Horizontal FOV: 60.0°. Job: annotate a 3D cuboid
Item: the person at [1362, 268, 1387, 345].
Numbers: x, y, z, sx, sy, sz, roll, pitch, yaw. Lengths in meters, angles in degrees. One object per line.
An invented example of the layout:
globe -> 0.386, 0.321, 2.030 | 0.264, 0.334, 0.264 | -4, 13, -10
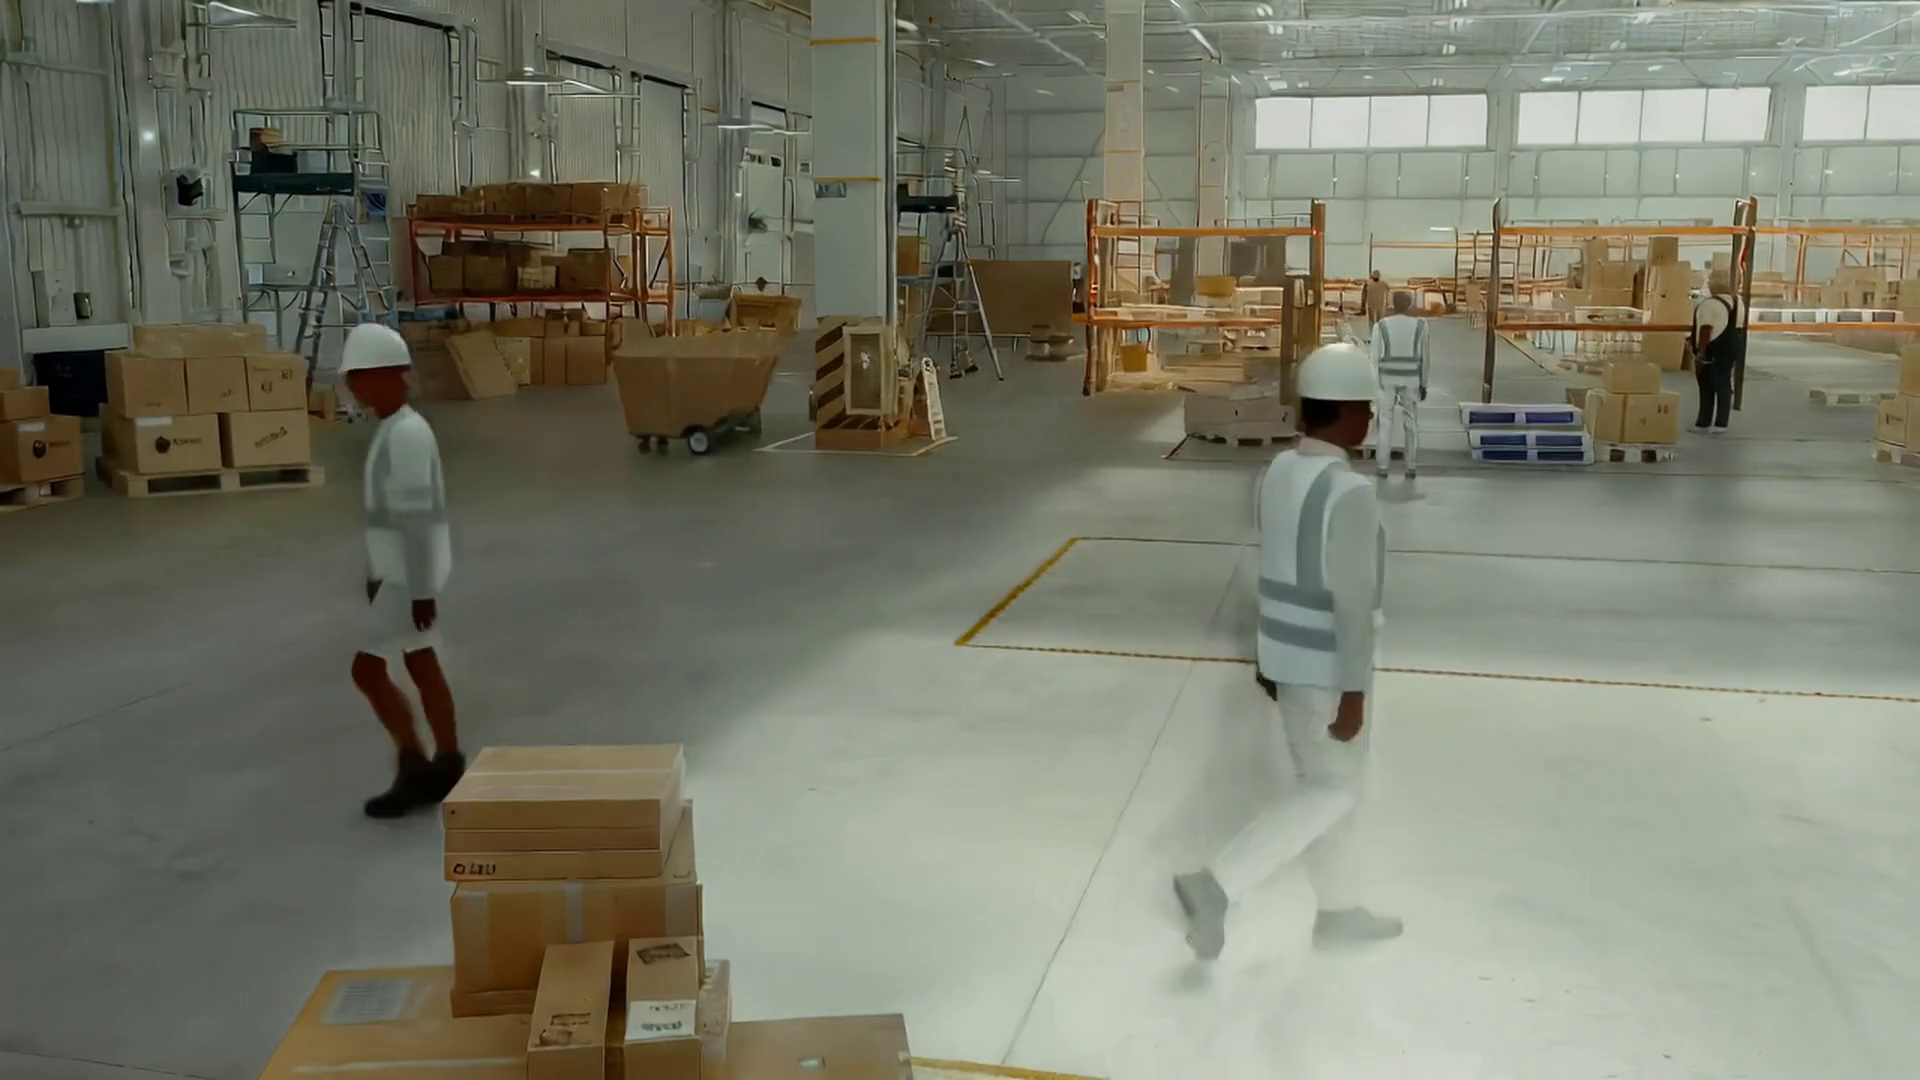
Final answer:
person -> 10.381, -5.854, 41.722 | 0.630, 1.915, 0.895 | 1, 10, 7

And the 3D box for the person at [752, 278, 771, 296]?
person -> -4.859, -5.514, 40.422 | 0.552, 1.668, 0.686 | 5, 11, 25

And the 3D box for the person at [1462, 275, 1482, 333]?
person -> 14.885, -6.870, 48.433 | 0.550, 1.655, 0.817 | 5, 11, 25

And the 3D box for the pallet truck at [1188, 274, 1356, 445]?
pallet truck -> 3.653, -2.138, 19.590 | 1.885, 1.965, 0.823 | -4, 10, -20

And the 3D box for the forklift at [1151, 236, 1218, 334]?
forklift -> 6.373, -7.202, 46.811 | 1.873, 2.768, 1.129 | 0, 10, -1

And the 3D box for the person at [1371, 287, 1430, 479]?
person -> 4.322, -1.536, 16.386 | 0.575, 1.882, 0.355 | 1, 10, 8

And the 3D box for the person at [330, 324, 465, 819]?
person -> -2.202, 0.129, 6.468 | 0.569, 1.915, 0.566 | -4, 10, -22

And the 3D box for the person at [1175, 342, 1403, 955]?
person -> 1.035, 0.361, 5.091 | 0.762, 1.926, 0.618 | -2, 10, -14

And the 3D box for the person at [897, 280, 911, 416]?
person -> -0.995, -2.619, 22.773 | 0.664, 1.885, 0.504 | 3, 10, 19

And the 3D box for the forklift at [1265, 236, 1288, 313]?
forklift -> 9.687, -7.922, 51.048 | 1.873, 2.768, 1.129 | -2, 10, -12

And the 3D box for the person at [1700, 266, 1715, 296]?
person -> 22.828, -7.404, 50.824 | 0.373, 1.931, 0.624 | 5, 11, 26

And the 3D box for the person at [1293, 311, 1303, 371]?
person -> 6.623, -4.104, 31.943 | 0.323, 1.736, 0.488 | 5, 11, 29

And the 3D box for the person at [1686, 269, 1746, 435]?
person -> 9.270, -2.314, 20.497 | 0.686, 2.000, 0.538 | -5, 11, -26

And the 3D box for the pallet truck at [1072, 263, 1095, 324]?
pallet truck -> 4.325, -8.180, 55.162 | 0.823, 1.965, 1.885 | 6, 11, 31
